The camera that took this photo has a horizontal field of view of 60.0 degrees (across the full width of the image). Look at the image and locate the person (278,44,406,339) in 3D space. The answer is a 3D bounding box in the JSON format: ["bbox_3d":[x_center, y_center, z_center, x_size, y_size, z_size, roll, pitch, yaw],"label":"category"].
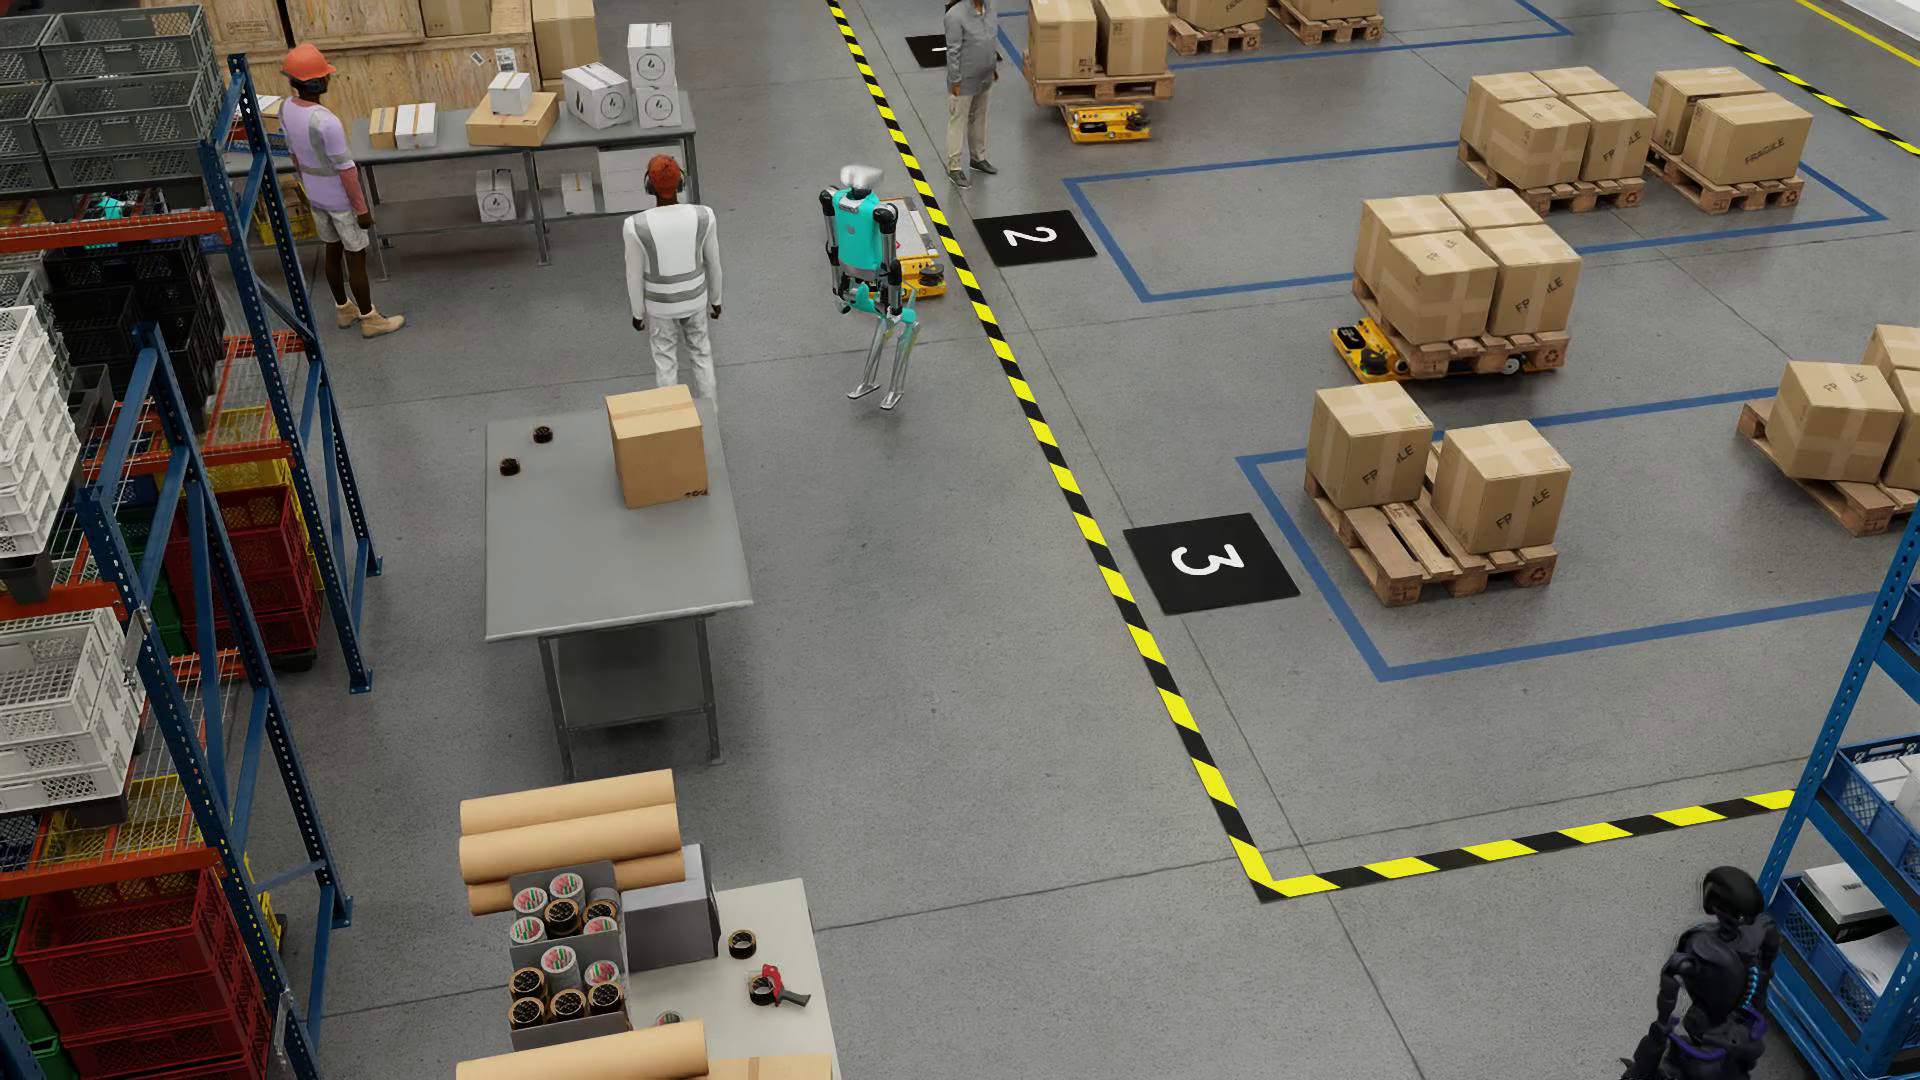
[{"bbox_3d":[-4.196,-2.328,11.198,0.606,2.043,0.376,24,43,29],"label":"person"}]

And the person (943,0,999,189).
[{"bbox_3d":[0.086,-3.734,13.315,0.397,1.769,0.562,27,45,32],"label":"person"}]

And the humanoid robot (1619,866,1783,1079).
[{"bbox_3d":[2.659,1.841,5.906,0.617,1.644,0.474,-16,40,-20],"label":"humanoid robot"}]

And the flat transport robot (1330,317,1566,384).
[{"bbox_3d":[3.333,-1.358,11.355,1.431,0.197,0.652,-6,37,-8],"label":"flat transport robot"}]

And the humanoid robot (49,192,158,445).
[{"bbox_3d":[-5.076,-1.301,9.994,0.530,1.692,0.738,-4,37,-6],"label":"humanoid robot"}]

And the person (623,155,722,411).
[{"bbox_3d":[-1.724,-1.444,10.151,0.580,1.876,0.360,-15,39,-19],"label":"person"}]

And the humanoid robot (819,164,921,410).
[{"bbox_3d":[-0.473,-1.637,10.408,0.533,1.681,0.735,22,42,26],"label":"humanoid robot"}]

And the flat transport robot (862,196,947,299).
[{"bbox_3d":[-0.570,-2.220,12.538,0.659,0.231,1.431,-8,37,-10],"label":"flat transport robot"}]

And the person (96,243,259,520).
[{"bbox_3d":[-4.366,-0.795,9.229,0.466,1.952,0.614,-22,42,-27],"label":"person"}]

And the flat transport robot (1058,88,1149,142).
[{"bbox_3d":[1.214,-3.928,14.810,0.652,0.197,1.431,-4,37,-6],"label":"flat transport robot"}]
